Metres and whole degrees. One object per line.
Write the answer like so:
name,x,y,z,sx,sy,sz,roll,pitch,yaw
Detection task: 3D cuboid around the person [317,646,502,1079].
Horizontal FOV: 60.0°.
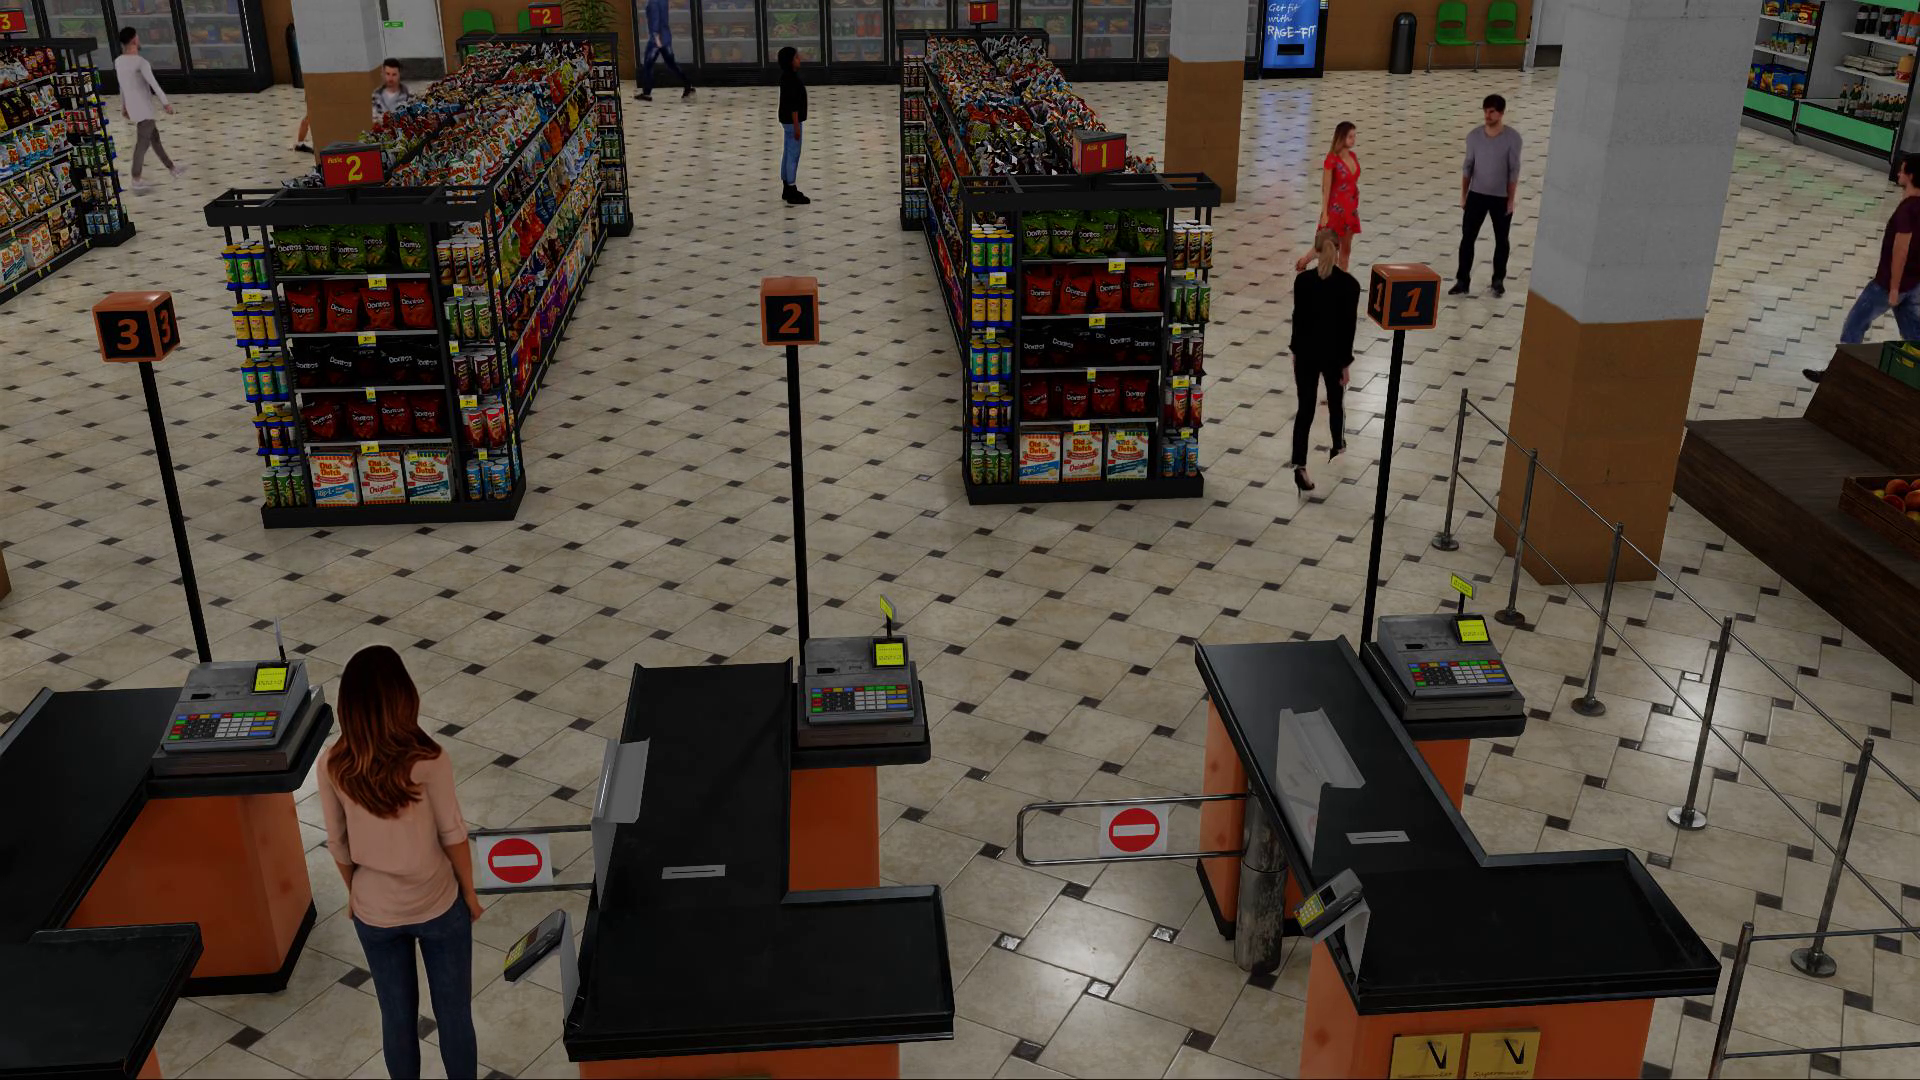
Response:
person,-1.750,1.153,5.277,0.594,1.792,0.532,0,24,-1

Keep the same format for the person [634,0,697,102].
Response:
person,-4.438,-7.492,25.037,1.040,1.788,1.213,6,24,13

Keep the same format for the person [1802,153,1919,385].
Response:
person,6.923,-1.848,12.114,1.043,1.808,1.294,-15,28,-31

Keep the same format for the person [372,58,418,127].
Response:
person,-5.682,-3.983,16.960,0.884,1.835,0.984,6,24,13

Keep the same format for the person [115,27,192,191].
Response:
person,-9.495,-4.926,19.176,1.086,1.786,1.235,13,27,28

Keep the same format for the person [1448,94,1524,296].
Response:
person,4.801,-3.095,14.961,0.921,1.810,1.003,13,27,27

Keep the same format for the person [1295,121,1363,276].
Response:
person,3.337,-2.951,14.924,0.836,1.576,0.981,-17,29,-33

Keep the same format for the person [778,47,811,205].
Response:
person,-1.891,-4.656,18.665,0.674,1.701,0.536,-7,25,-16

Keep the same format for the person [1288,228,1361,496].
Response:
person,2.250,-1.084,10.563,1.024,1.653,1.162,15,28,30
